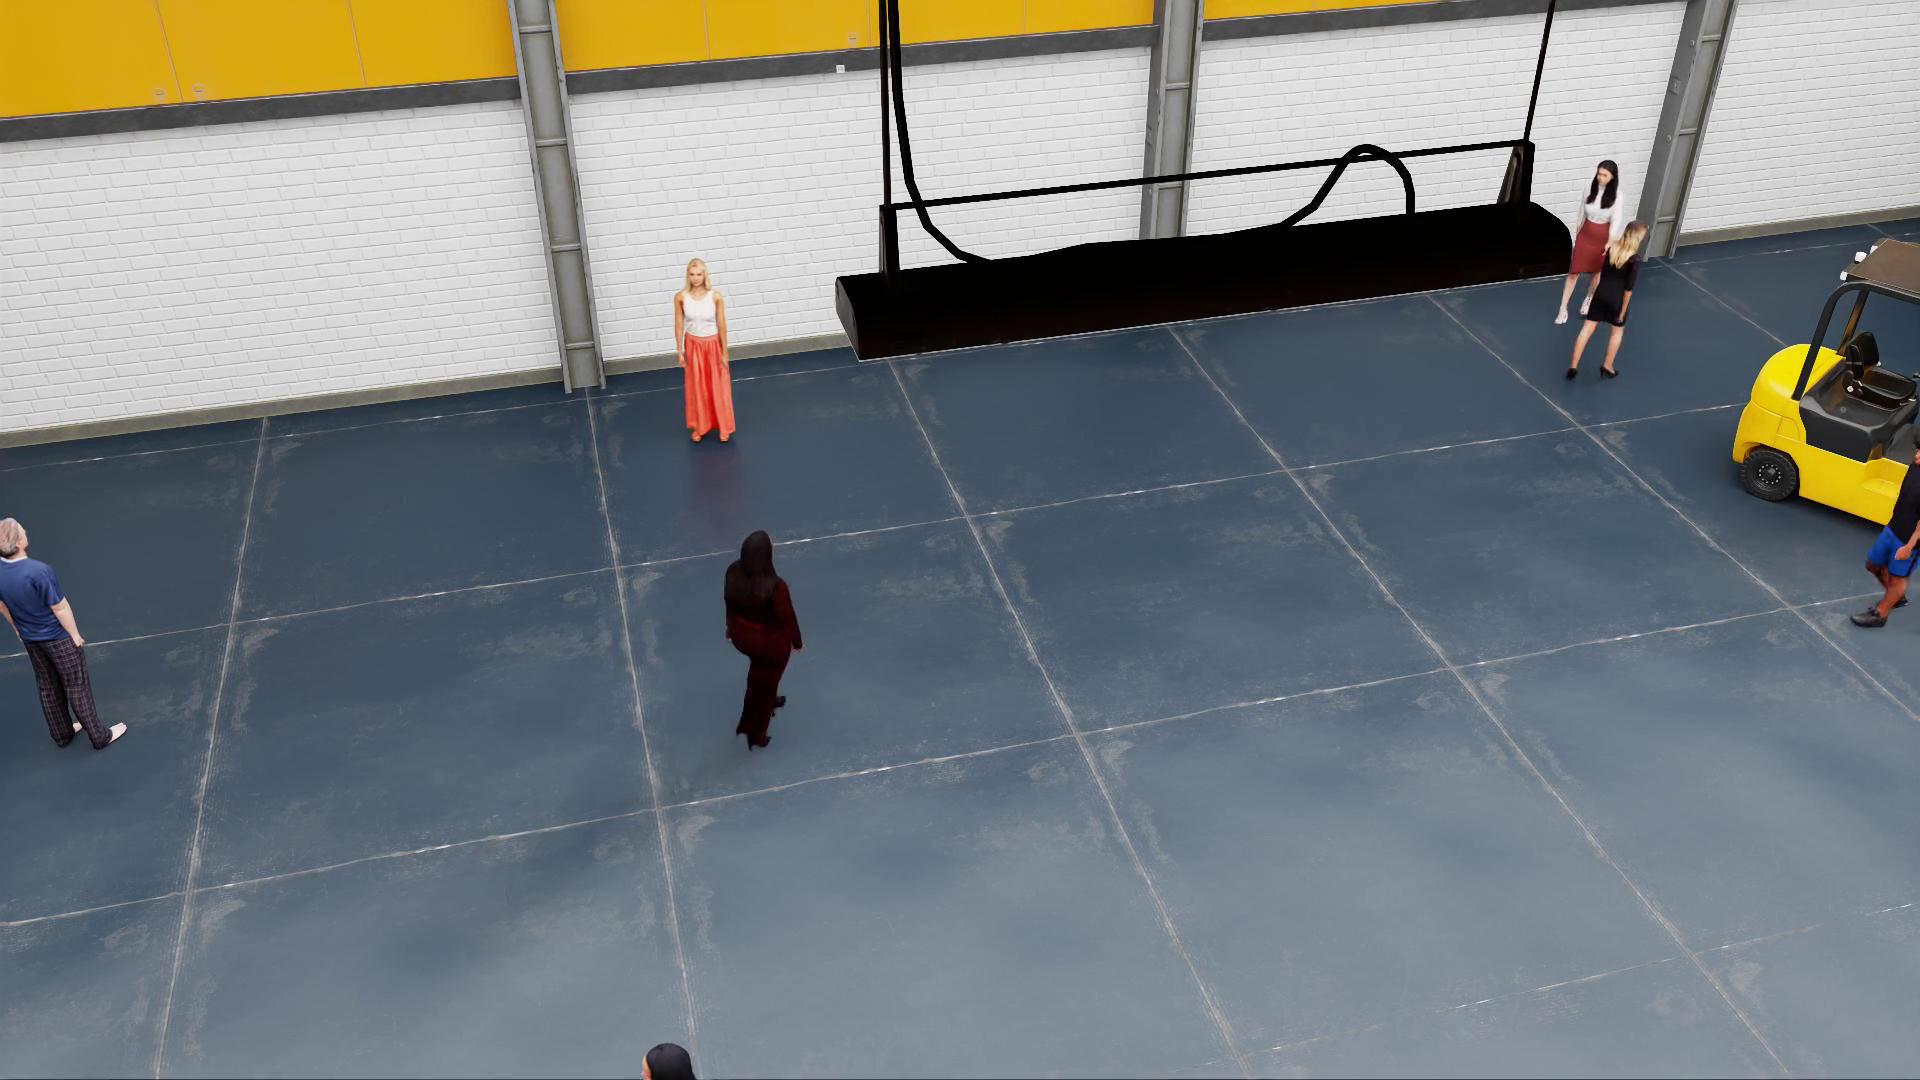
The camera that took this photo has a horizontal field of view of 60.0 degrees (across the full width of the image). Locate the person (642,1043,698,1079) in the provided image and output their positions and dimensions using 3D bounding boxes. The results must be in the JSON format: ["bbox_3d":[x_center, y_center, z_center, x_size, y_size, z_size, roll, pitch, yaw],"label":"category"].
[{"bbox_3d":[-1.281,3.018,8.089,0.939,1.609,0.659,-6,34,-9],"label":"person"}]

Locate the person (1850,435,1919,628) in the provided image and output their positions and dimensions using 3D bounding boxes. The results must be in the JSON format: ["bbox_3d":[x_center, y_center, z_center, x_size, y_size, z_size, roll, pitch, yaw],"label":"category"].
[{"bbox_3d":[7.255,-0.055,12.556,0.765,1.781,0.668,-1,34,-2],"label":"person"}]

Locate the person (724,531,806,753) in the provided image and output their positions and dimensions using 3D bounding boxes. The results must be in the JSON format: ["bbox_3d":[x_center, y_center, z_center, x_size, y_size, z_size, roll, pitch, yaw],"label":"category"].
[{"bbox_3d":[-1.428,0.742,11.398,0.965,1.736,1.039,21,39,28],"label":"person"}]

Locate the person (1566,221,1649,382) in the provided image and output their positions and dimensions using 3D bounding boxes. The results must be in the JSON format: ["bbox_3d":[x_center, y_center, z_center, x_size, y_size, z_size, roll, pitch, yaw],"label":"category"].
[{"bbox_3d":[6.209,-2.275,16.017,0.823,1.648,0.683,-22,39,-29],"label":"person"}]

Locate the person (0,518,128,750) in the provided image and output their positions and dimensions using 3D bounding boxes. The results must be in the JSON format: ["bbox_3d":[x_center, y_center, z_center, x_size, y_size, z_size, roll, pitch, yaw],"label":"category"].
[{"bbox_3d":[-6.266,0.651,11.412,0.640,1.871,0.793,5,34,8],"label":"person"}]

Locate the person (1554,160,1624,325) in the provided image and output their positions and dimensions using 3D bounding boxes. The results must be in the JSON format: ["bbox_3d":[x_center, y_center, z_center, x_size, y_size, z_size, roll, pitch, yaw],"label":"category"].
[{"bbox_3d":[6.588,-3.094,17.186,0.949,1.718,1.058,22,40,30],"label":"person"}]

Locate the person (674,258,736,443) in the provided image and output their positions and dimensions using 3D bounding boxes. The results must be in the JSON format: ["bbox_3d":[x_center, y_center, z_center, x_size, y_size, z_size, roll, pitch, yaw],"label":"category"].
[{"bbox_3d":[-2.312,-1.716,15.039,0.612,1.799,0.746,0,34,1],"label":"person"}]
